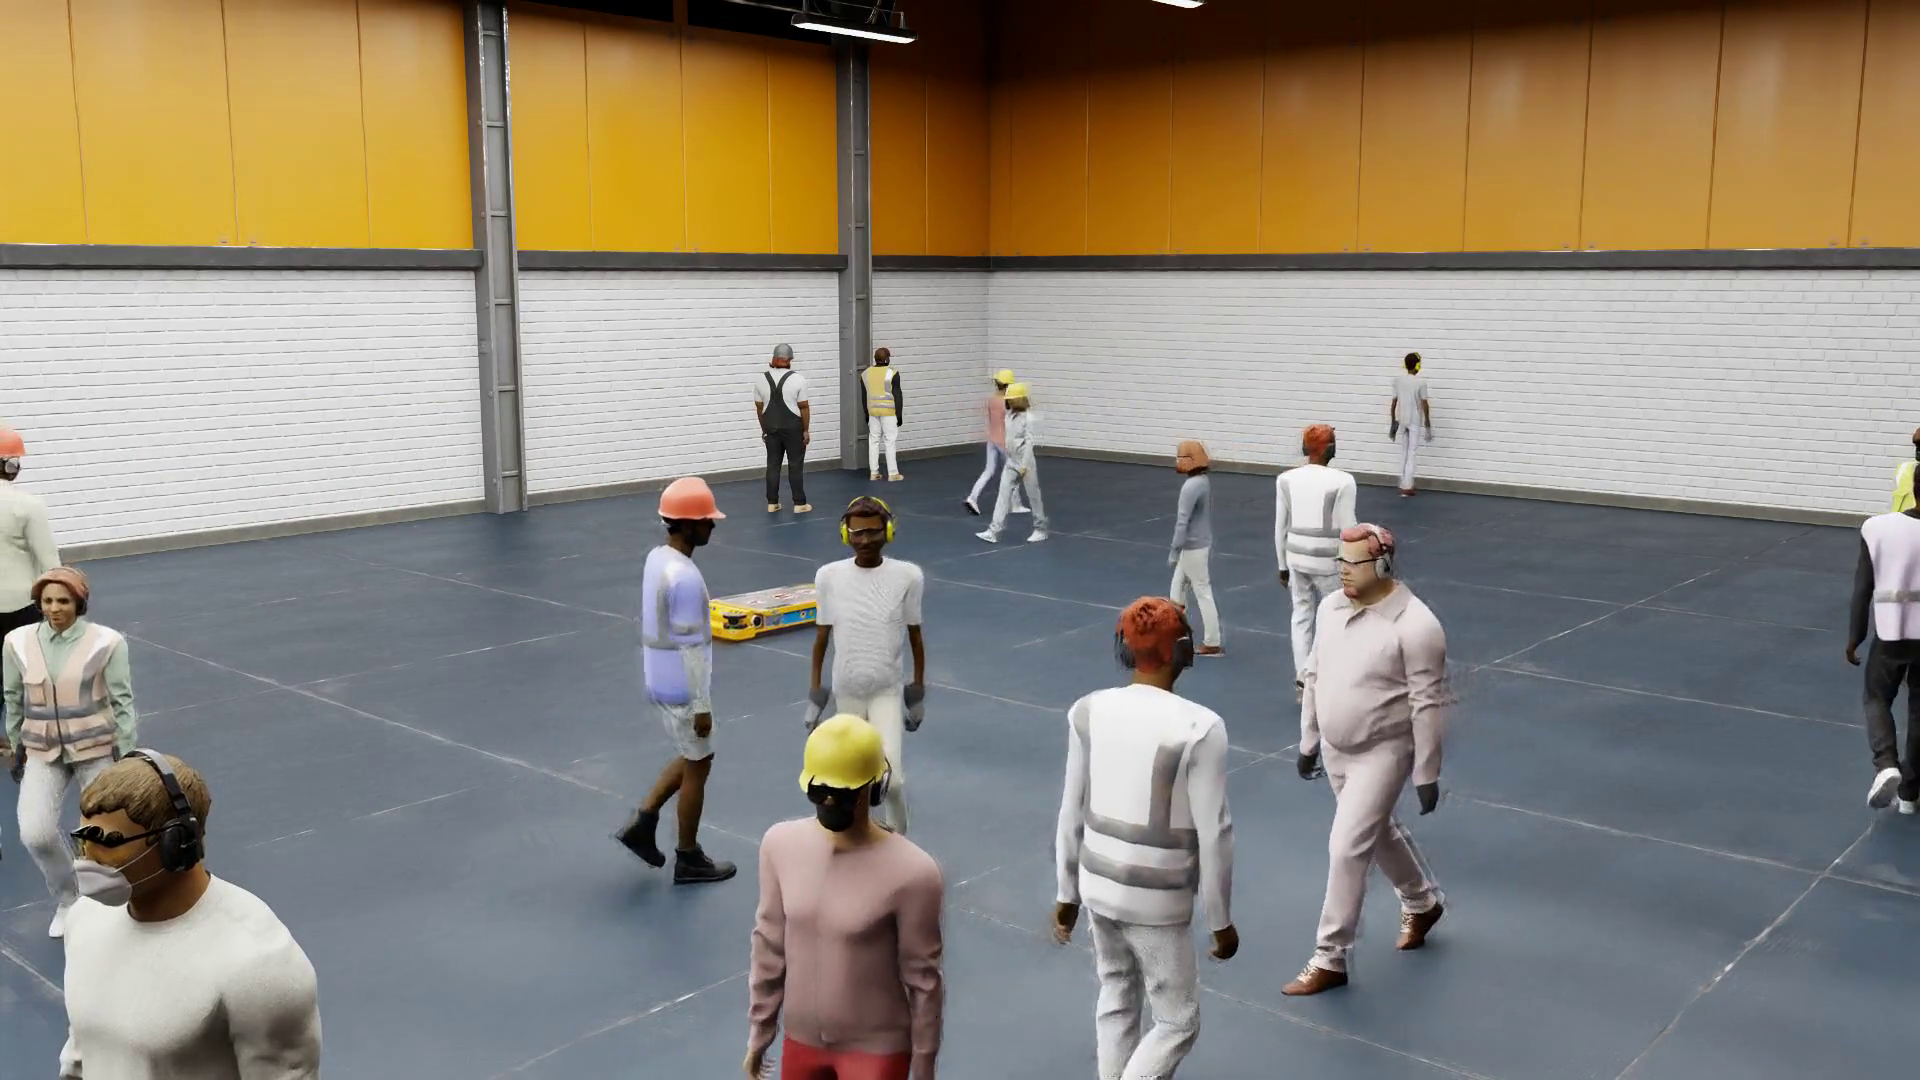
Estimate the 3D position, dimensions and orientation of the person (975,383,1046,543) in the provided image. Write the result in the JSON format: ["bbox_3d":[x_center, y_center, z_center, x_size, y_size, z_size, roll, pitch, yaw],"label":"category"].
[{"bbox_3d":[0.588,-0.797,17.530,0.892,1.694,0.503,-8,12,-40],"label":"person"}]

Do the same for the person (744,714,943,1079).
[{"bbox_3d":[-0.265,1.275,4.361,0.524,1.744,0.715,5,10,27],"label":"person"}]

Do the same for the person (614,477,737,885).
[{"bbox_3d":[-1.295,0.662,7.676,0.464,1.918,0.561,-4,10,-24],"label":"person"}]

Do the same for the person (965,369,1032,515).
[{"bbox_3d":[0.445,-1.149,19.632,0.830,1.735,0.530,-7,11,-36],"label":"person"}]

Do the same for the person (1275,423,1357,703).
[{"bbox_3d":[2.349,0.165,10.946,0.610,1.872,0.413,8,12,40],"label":"person"}]

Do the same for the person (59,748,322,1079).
[{"bbox_3d":[-1.530,1.351,3.292,0.635,1.938,0.361,5,10,26],"label":"person"}]

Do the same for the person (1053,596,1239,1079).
[{"bbox_3d":[0.498,1.110,5.055,0.600,1.861,0.607,9,13,43],"label":"person"}]

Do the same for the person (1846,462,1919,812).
[{"bbox_3d":[4.971,0.515,8.665,0.611,1.898,0.541,4,10,24],"label":"person"}]

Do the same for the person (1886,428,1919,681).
[{"bbox_3d":[6.580,0.117,11.369,0.429,1.838,0.621,-4,10,-24],"label":"person"}]

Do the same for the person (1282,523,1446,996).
[{"bbox_3d":[1.687,0.846,6.753,0.959,1.869,0.661,-5,10,-28],"label":"person"}]

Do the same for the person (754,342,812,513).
[{"bbox_3d":[-2.083,-1.346,19.910,0.684,2.000,0.538,3,10,18],"label":"person"}]

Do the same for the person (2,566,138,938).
[{"bbox_3d":[-3.742,0.913,7.025,0.538,1.620,0.390,-1,9,-7],"label":"person"}]

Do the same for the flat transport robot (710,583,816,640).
[{"bbox_3d":[-1.488,0.561,13.472,0.652,0.197,1.431,8,12,42],"label":"flat transport robot"}]

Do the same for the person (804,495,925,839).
[{"bbox_3d":[-0.431,0.718,7.528,0.513,1.854,0.428,1,9,6],"label":"person"}]

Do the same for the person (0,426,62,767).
[{"bbox_3d":[-5.438,0.334,9.549,0.628,1.979,0.428,2,9,13],"label":"person"}]

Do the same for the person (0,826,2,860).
[{"bbox_3d":[-4.810,0.655,7.771,0.401,1.904,0.650,0,9,-1],"label":"person"}]

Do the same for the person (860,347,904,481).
[{"bbox_3d":[-1.051,-1.730,22.938,0.624,1.847,0.429,5,10,27],"label":"person"}]

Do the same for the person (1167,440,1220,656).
[{"bbox_3d":[1.623,0.061,12.408,0.752,1.600,0.523,3,10,19],"label":"person"}]

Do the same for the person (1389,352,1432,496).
[{"bbox_3d":[5.809,-1.496,21.424,0.386,1.871,0.547,-8,12,-40],"label":"person"}]
